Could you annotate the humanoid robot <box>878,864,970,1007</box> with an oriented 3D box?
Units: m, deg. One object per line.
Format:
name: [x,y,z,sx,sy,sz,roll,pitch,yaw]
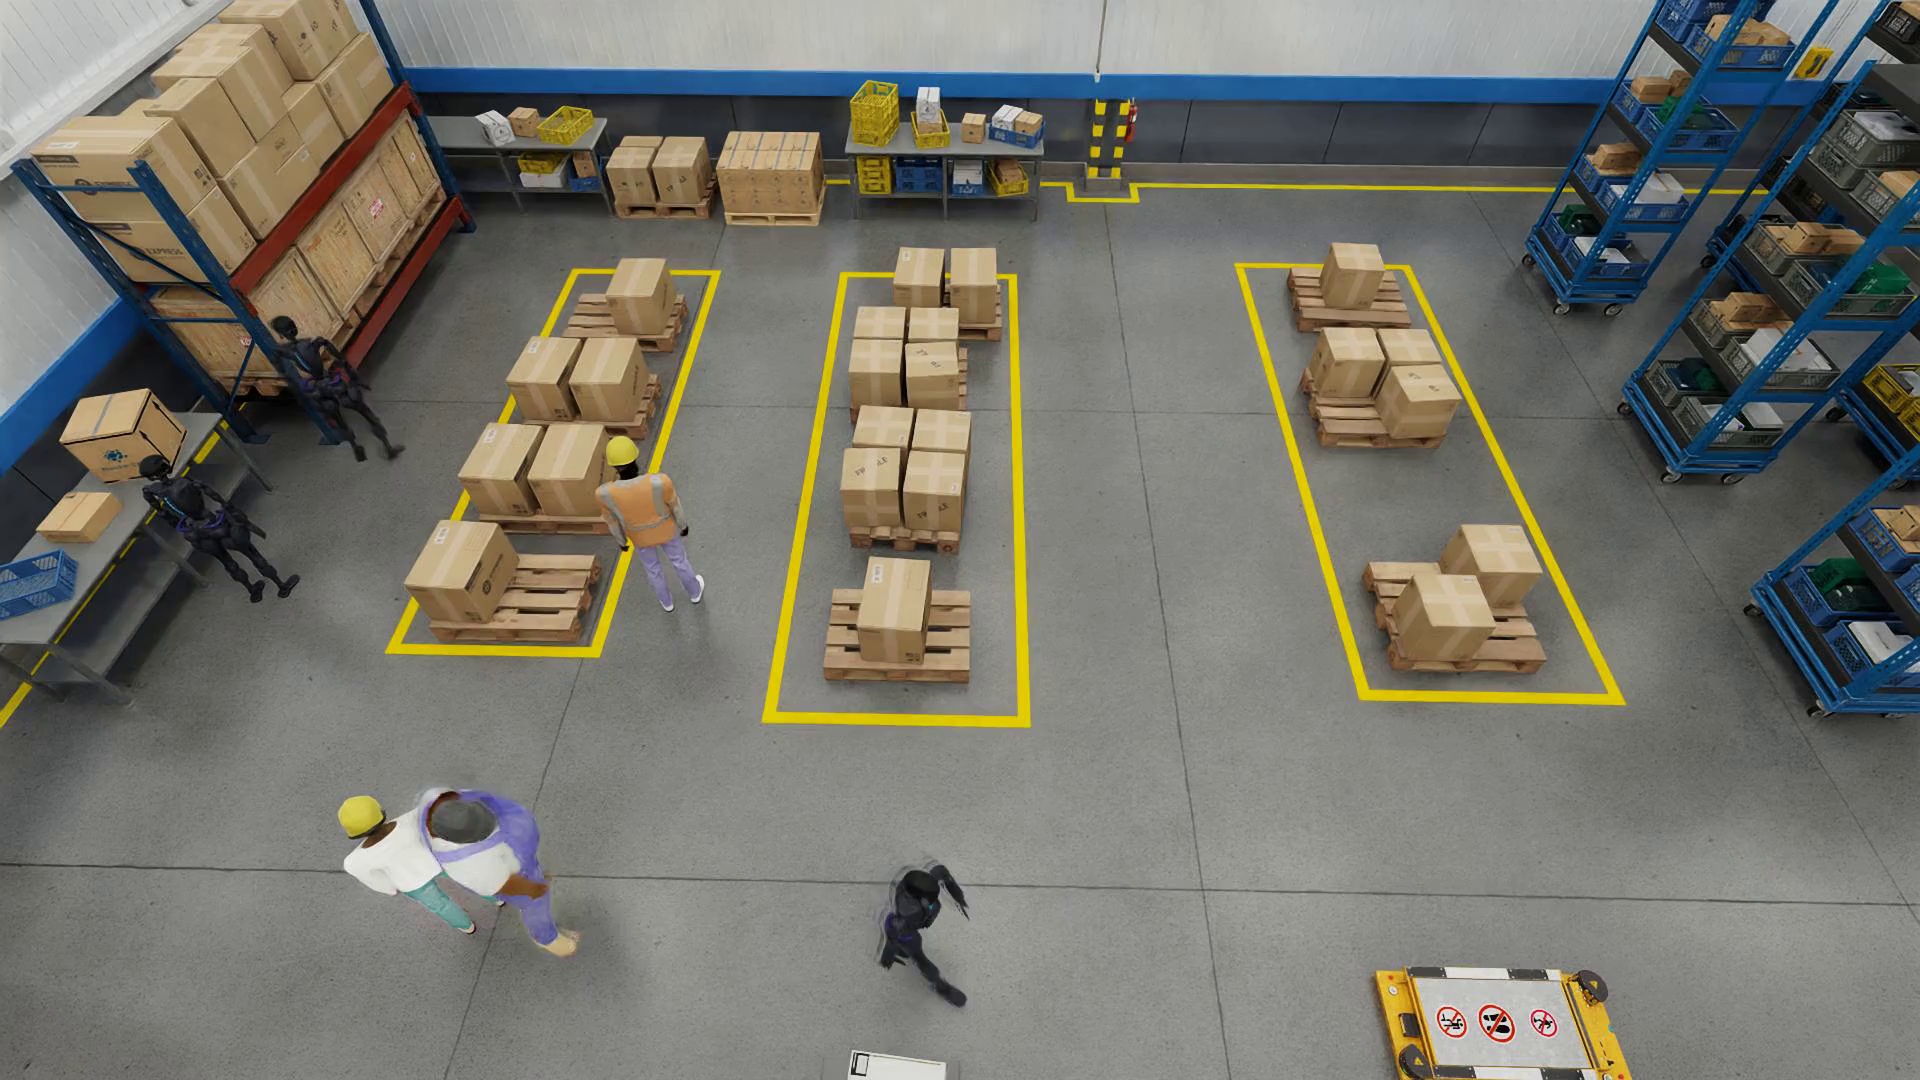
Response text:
humanoid robot: [-0.225,2.376,5.666,0.772,1.627,0.608,25,55,19]

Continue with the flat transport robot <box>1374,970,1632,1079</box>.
flat transport robot: [3.501,3.133,5.914,1.431,0.197,0.652,1,51,1]

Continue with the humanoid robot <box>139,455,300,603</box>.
humanoid robot: [-6.216,-0.095,7.645,0.591,1.657,0.327,-7,51,-6]

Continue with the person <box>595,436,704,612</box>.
person: [-2.527,-0.091,7.497,0.586,1.916,0.388,-13,52,-11]

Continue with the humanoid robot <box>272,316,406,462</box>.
humanoid robot: [-5.994,-1.396,8.715,0.713,1.641,0.501,-14,52,-11]

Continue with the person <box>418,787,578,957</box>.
person: [-2.896,1.949,5.755,0.782,2.000,0.534,37,60,26]

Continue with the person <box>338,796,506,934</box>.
person: [-3.425,2.064,5.836,0.313,1.769,0.524,36,59,26]
